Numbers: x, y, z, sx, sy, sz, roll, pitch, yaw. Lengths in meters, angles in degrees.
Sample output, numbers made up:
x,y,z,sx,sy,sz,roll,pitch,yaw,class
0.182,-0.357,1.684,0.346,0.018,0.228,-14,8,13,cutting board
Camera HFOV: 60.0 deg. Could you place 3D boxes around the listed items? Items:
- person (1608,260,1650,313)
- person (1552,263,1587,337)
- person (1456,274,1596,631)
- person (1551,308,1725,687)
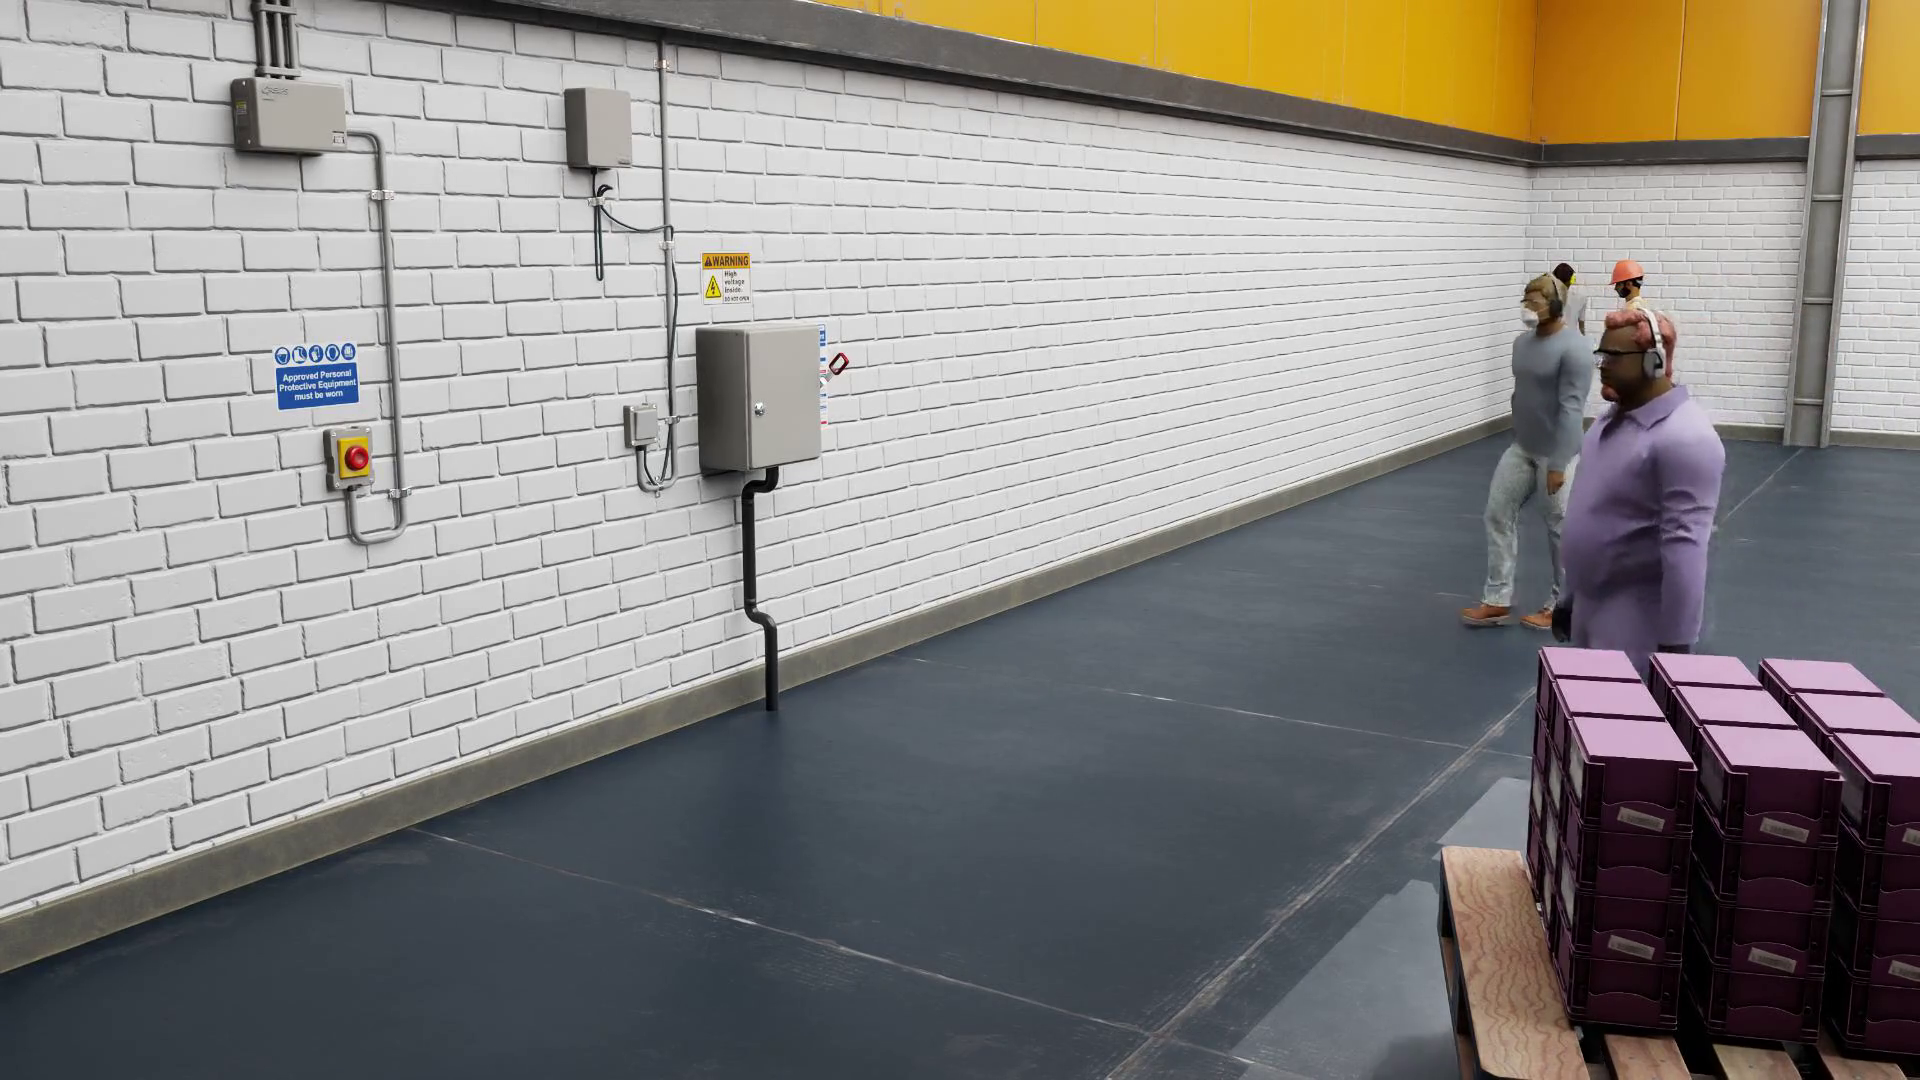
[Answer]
x,y,z,sx,sy,sz,roll,pitch,yaw,class
5.782,-1.459,14.468,0.374,1.928,0.543,5,11,25,person
6.213,-1.928,17.241,0.523,1.865,0.317,0,10,1,person
3.004,-0.441,8.849,0.773,1.914,0.662,-3,11,-16,person
2.127,0.211,5.307,0.456,1.893,0.651,0,10,0,person
